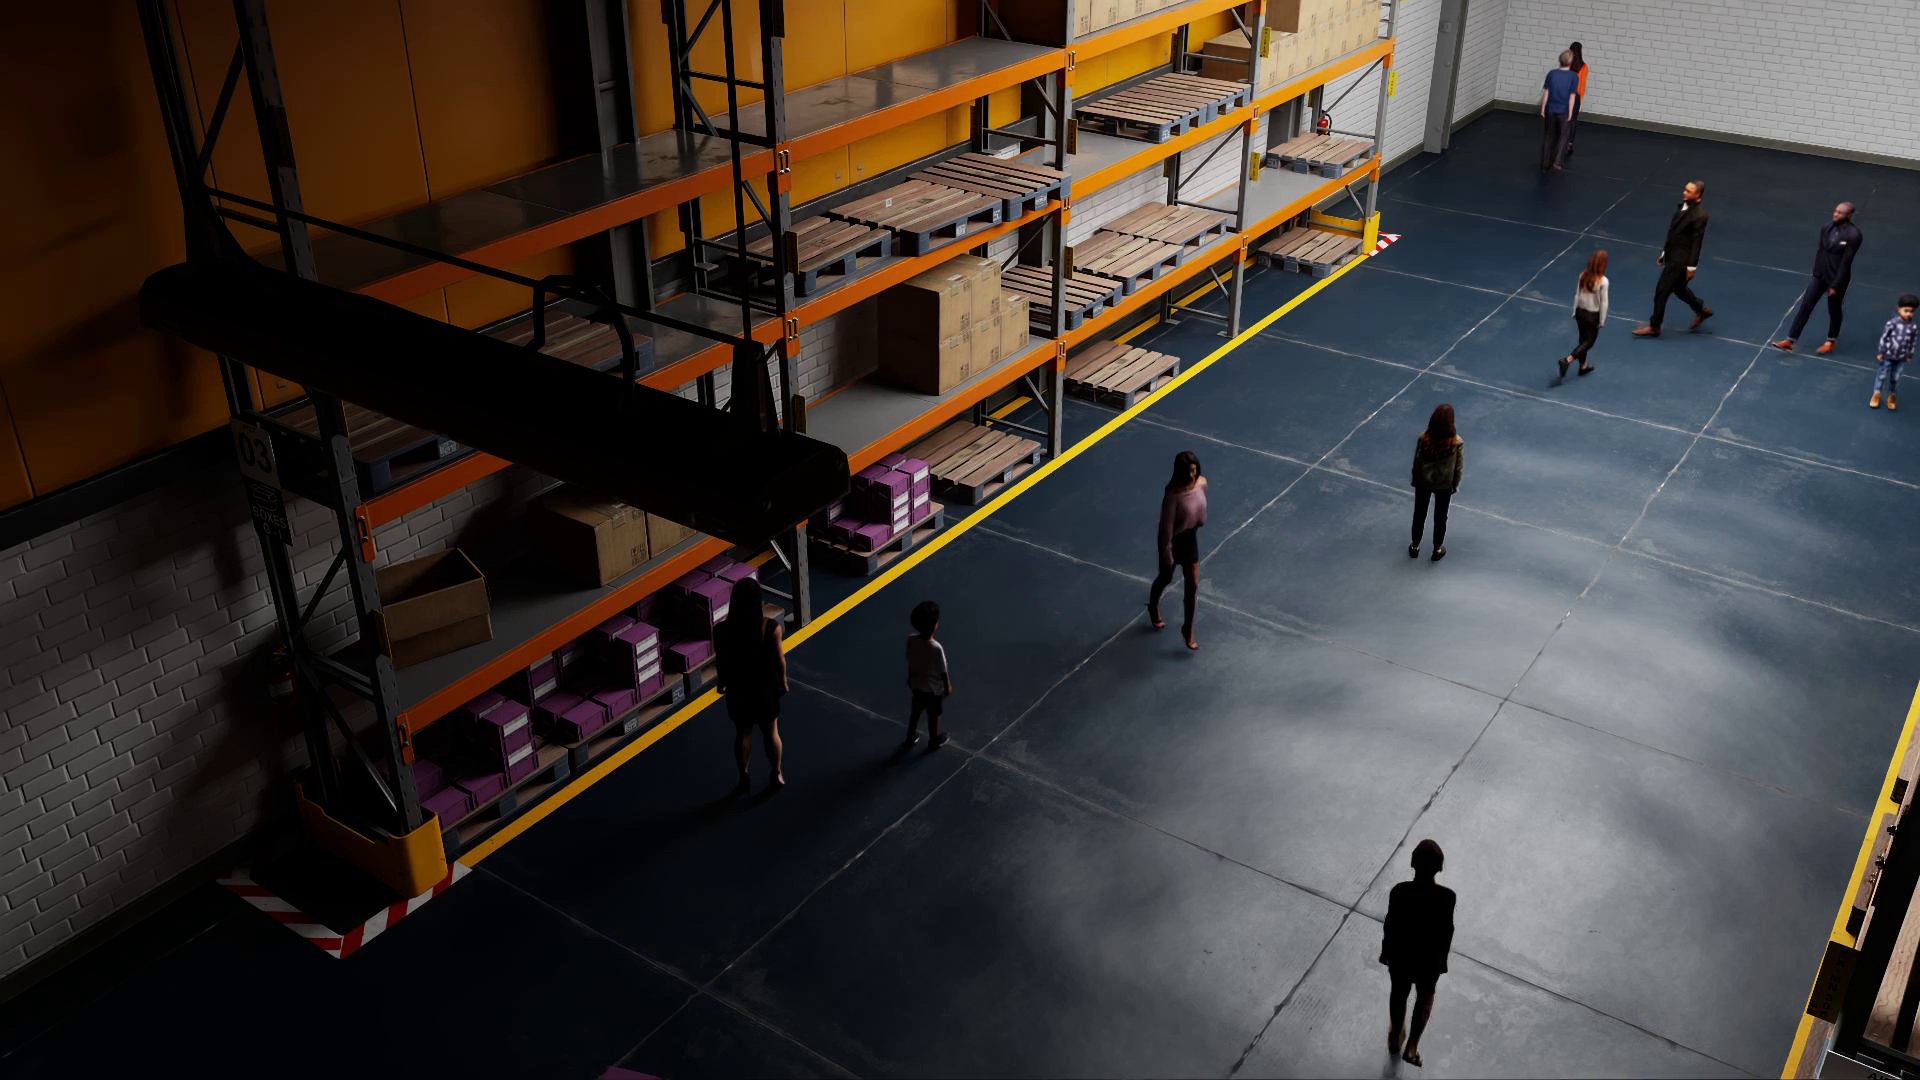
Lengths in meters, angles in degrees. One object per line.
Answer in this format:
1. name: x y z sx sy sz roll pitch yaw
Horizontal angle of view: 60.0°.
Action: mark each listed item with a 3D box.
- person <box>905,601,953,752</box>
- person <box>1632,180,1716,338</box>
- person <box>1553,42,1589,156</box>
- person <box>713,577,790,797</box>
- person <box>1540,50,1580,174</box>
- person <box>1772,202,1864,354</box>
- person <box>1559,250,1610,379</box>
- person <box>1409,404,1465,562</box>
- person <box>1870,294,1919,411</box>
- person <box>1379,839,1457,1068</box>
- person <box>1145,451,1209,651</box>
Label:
1. person: -0.265 1.032 12.195 0.493 1.256 0.554 20 34 32
2. person: 8.506 -3.279 19.448 1.189 1.877 1.254 1 29 1
3. person: 9.691 -7.035 26.468 0.610 1.749 0.538 18 33 29
4. person: -1.461 1.043 11.693 0.767 1.716 0.804 -1 29 -3
5. person: 9.098 -6.497 25.364 0.700 1.860 0.698 15 32 25
6. person: 9.990 -2.953 18.955 1.231 1.777 1.066 -12 31 -21
7. person: 6.914 -2.470 18.388 0.937 1.472 0.741 -19 34 -30
8. person: 4.225 -0.515 14.799 0.623 1.476 0.579 11 30 19
9. person: 10.007 -2.030 17.814 0.559 1.249 0.588 10 30 18
10. person: 2.581 2.375 9.424 0.673 1.551 0.824 8 30 15
11. person: 1.724 0.021 13.516 0.938 1.763 0.923 -19 34 -30
